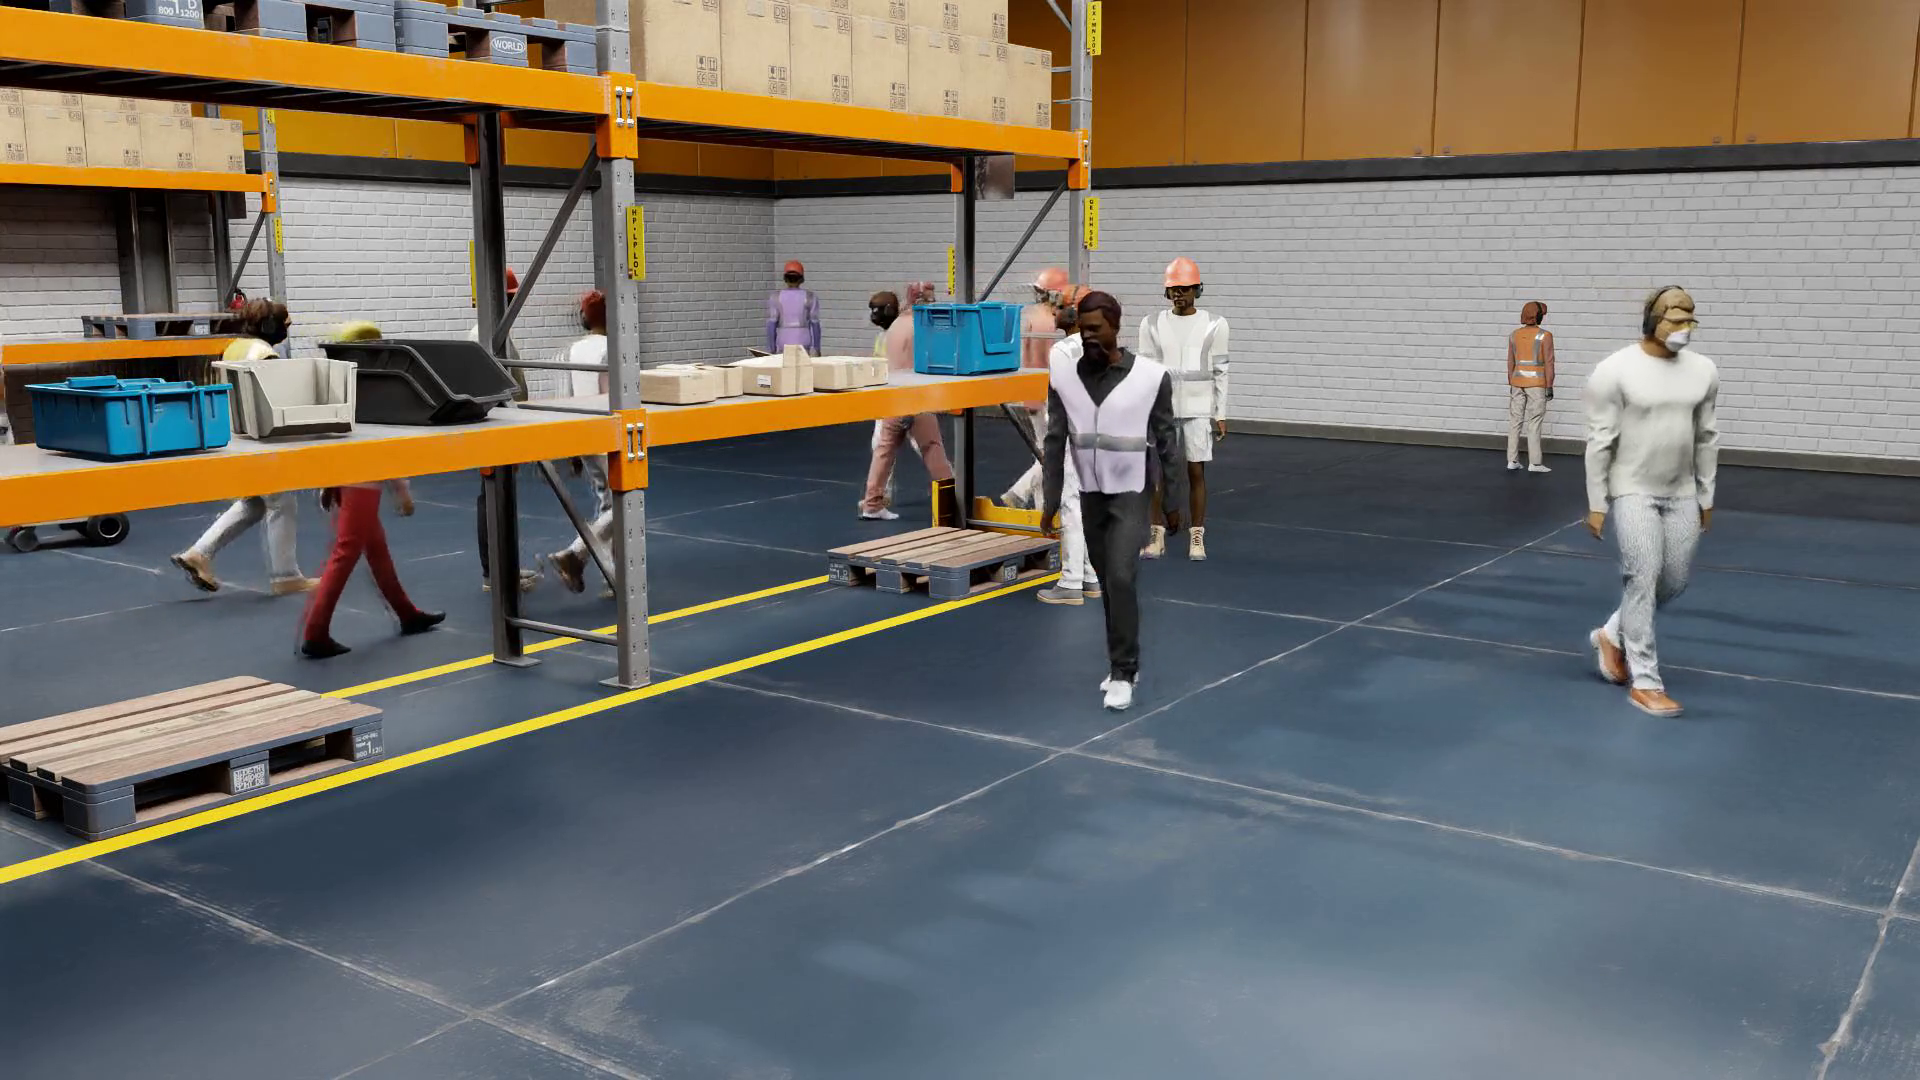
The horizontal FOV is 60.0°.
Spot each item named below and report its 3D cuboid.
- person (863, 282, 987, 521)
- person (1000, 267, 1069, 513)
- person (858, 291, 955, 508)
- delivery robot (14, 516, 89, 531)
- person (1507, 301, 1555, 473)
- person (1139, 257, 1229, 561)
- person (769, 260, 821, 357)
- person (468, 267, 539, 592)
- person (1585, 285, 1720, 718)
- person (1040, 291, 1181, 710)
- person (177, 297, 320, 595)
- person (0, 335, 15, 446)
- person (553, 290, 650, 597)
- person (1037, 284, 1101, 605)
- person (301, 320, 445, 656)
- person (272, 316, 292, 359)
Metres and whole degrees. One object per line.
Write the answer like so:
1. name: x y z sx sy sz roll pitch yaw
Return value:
1. person: -0.308 -1.068 12.958 1.009 1.848 0.653 -5 11 -25
2. person: 0.608 -1.055 12.515 0.548 1.975 0.625 -3 10 -18
3. person: -0.383 -1.143 13.628 0.864 1.795 0.643 -5 11 -25
4. delivery robot: -6.368 -0.273 11.805 0.707 0.478 0.477 -8 12 -39
5. person: 5.465 -1.463 15.947 0.307 1.641 0.513 -6 11 -33
6. person: 1.491 -0.869 11.204 0.616 2.041 0.381 2 10 12
7. person: -2.013 -2.409 20.435 0.625 2.016 0.694 0 10 0
8. person: -2.825 -0.683 10.239 0.379 1.996 0.611 -1 10 -5
9. person: 3.132 -0.199 7.600 0.646 1.918 0.740 -2 10 -12
10. person: 0.667 -0.185 7.615 0.601 1.878 0.776 6 11 31
11. person: -4.285 -0.541 9.943 0.717 1.815 0.650 -9 13 -42
12. person: -7.462 -1.009 12.632 0.528 1.849 0.716 3 10 20
13. person: -2.149 -0.547 9.853 0.589 1.855 0.651 7 12 37
14. person: 0.676 -0.561 9.845 0.349 1.884 0.584 6 11 32
15. person: -3.112 -0.281 8.683 0.549 1.715 0.924 8 12 39
16. person: -6.094 -1.285 14.905 0.283 1.633 0.499 -3 10 -19
